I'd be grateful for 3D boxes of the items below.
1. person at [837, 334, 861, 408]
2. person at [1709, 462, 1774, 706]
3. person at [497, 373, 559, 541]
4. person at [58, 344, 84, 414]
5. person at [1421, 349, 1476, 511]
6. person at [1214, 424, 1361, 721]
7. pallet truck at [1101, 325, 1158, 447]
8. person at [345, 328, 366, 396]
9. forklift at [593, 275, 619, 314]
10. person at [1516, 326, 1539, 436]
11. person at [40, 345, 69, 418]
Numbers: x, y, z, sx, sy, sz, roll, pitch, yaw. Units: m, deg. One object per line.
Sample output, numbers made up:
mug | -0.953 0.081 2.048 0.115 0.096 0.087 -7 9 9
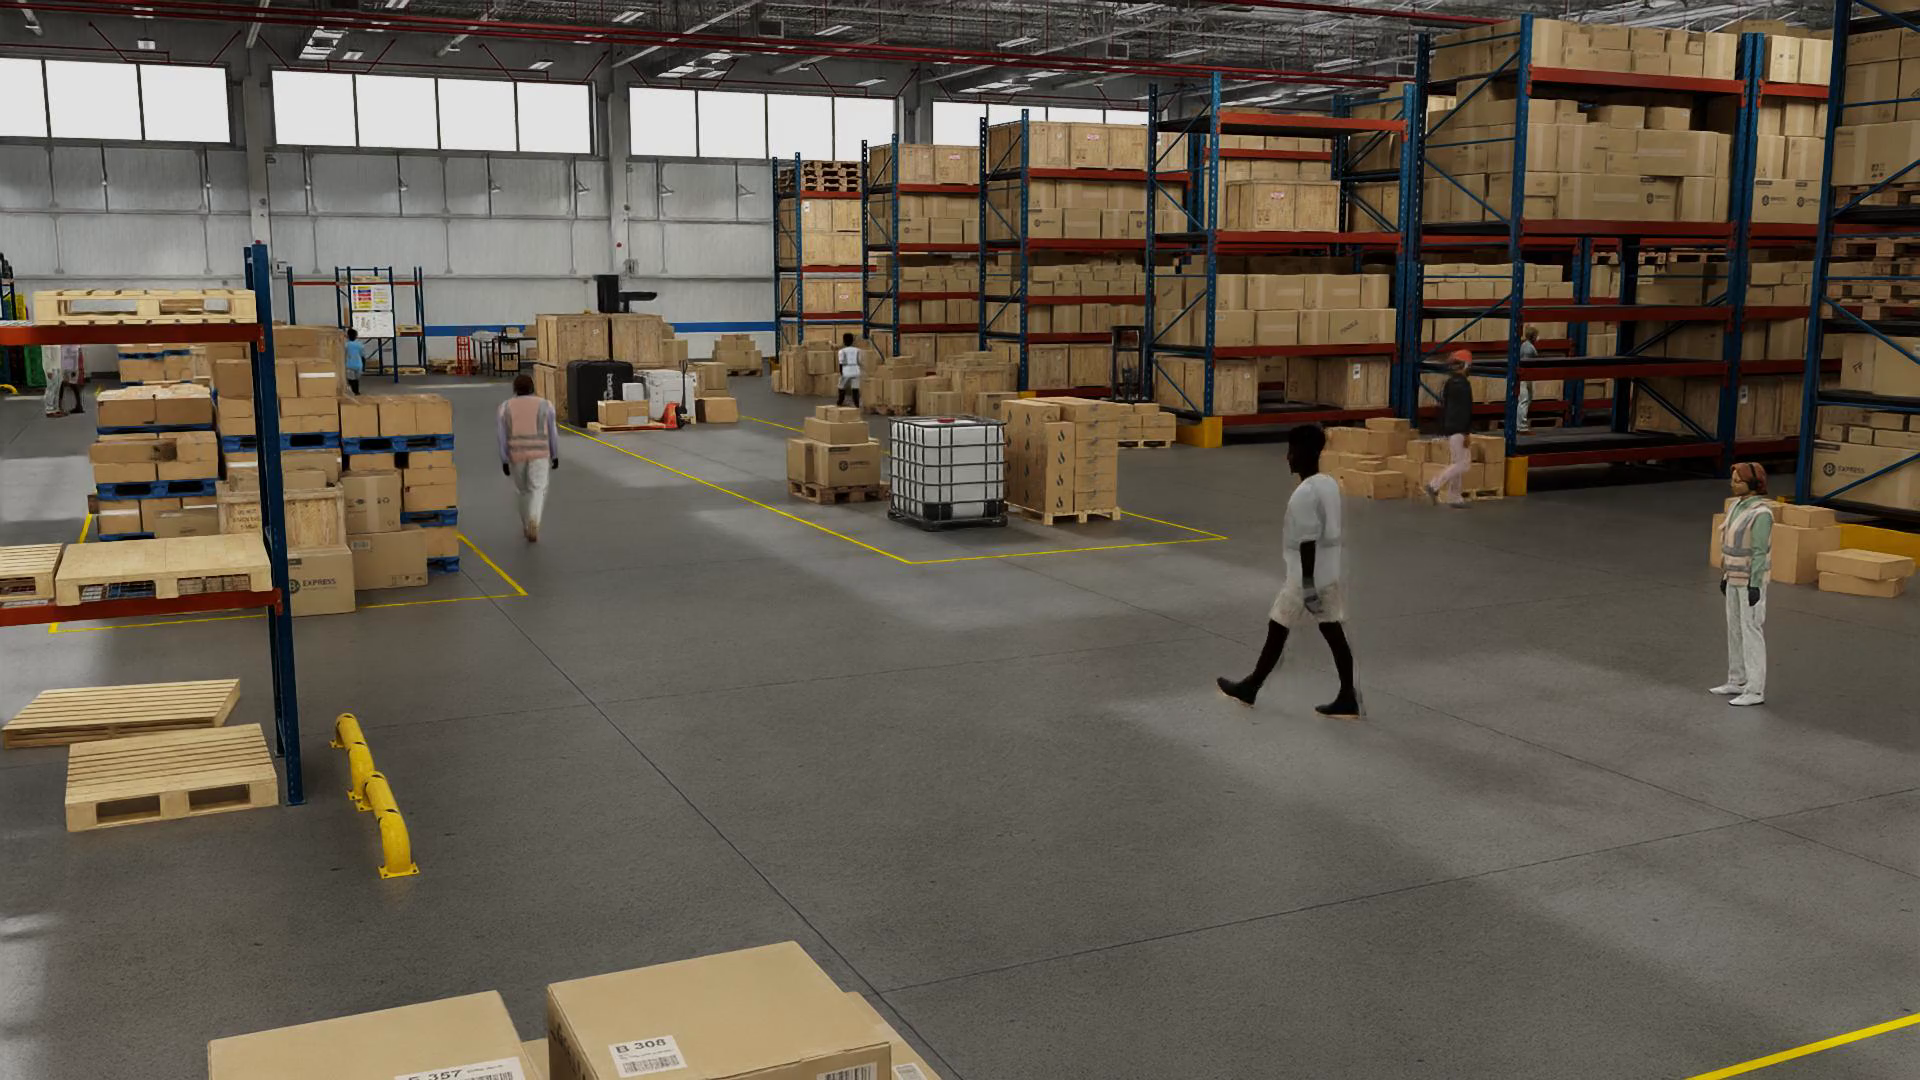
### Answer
person | -2.249 -3.305 33.359 0.546 1.657 0.821 -5 10 -28
person | 5.268 0.286 11.176 0.312 1.632 0.514 1 9 3
person | -4.663 -0.895 17.958 0.625 1.815 0.819 -1 9 -6
person | -18.200 -3.476 33.734 0.592 1.884 0.873 3 10 21
person | 5.921 -1.308 20.027 0.604 1.969 0.643 0 9 -3
person | 2.186 0.201 10.813 0.996 1.913 0.612 7 11 36
pallet truck | 2.881 -2.596 27.923 0.823 1.965 1.885 -1 9 -7
person | -13.209 -3.775 36.259 0.535 1.669 0.751 -9 12 -43
forklift | -8.103 -4.709 38.303 1.873 2.768 1.129 -4 10 -25
person | 10.015 -2.794 29.336 0.373 1.940 0.628 2 9 13
person | -18.038 -3.387 33.073 0.363 1.929 0.629 -2 9 -10
